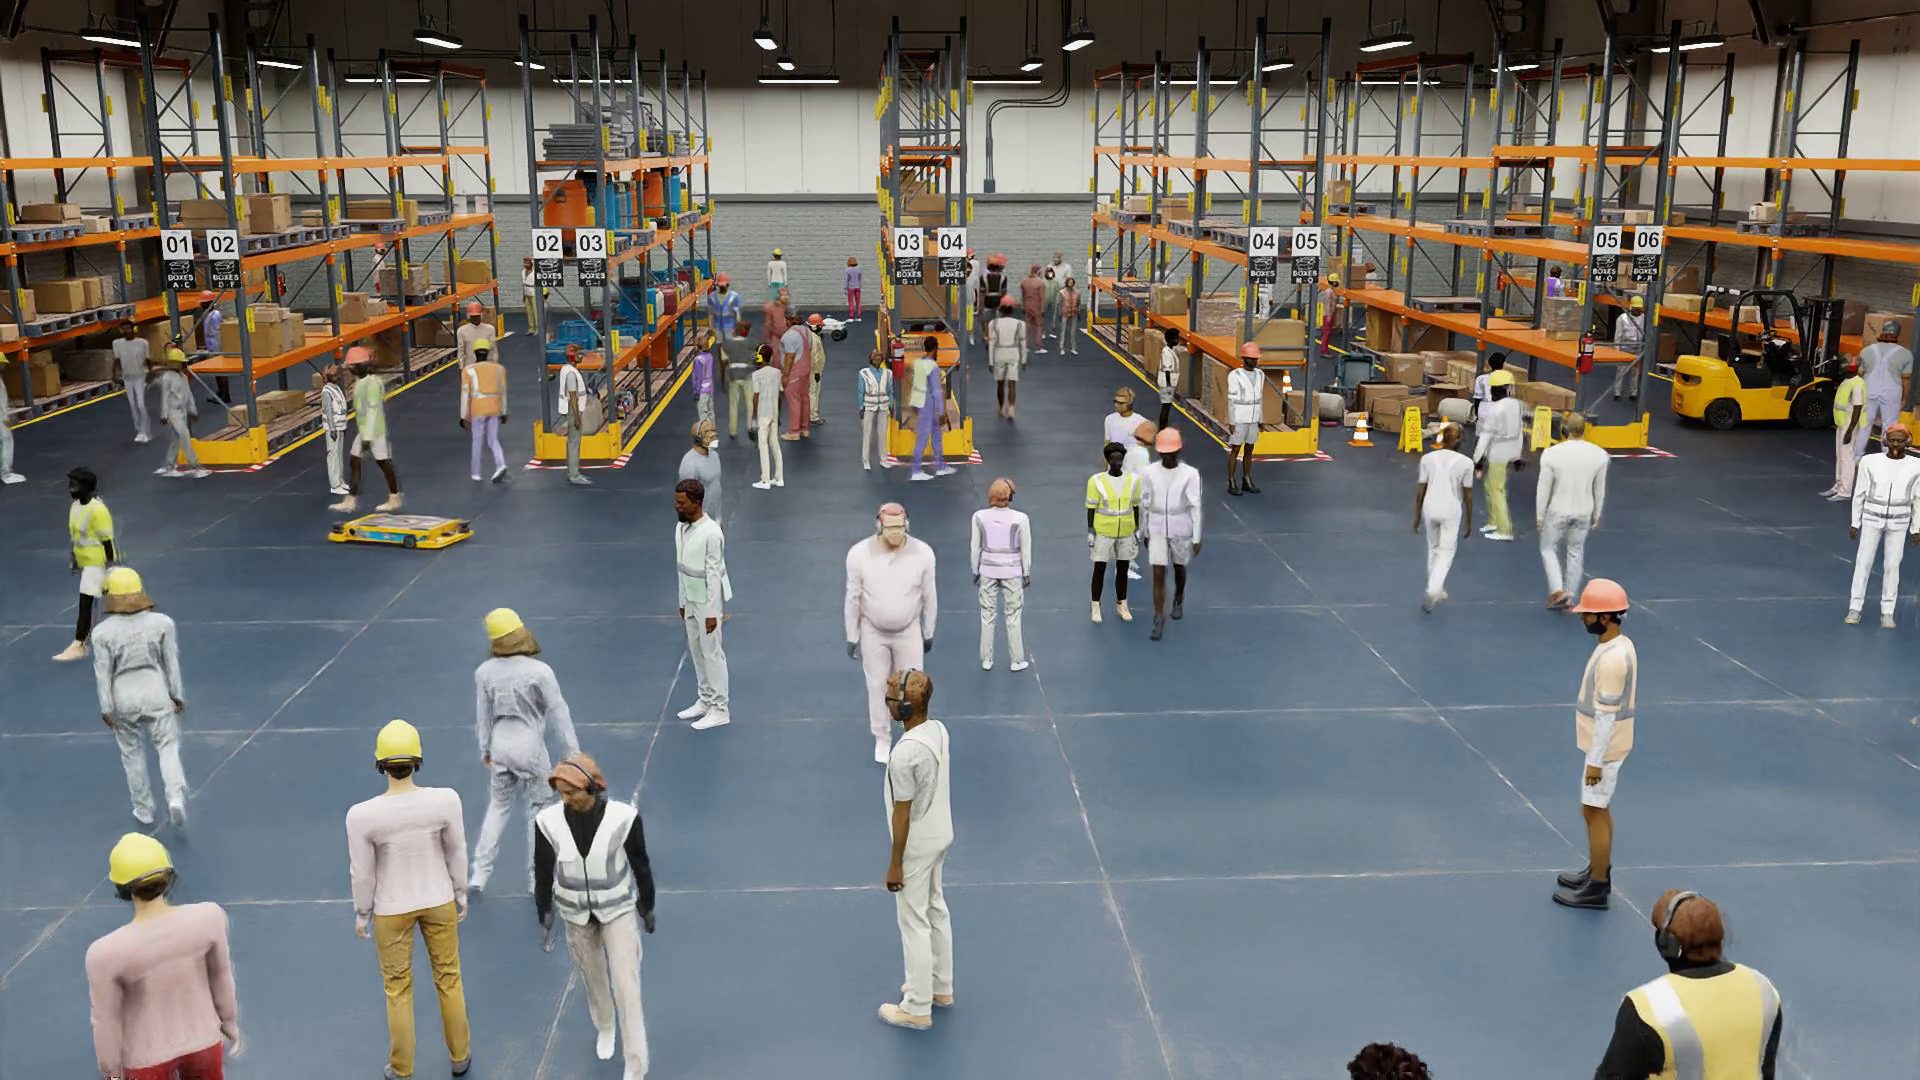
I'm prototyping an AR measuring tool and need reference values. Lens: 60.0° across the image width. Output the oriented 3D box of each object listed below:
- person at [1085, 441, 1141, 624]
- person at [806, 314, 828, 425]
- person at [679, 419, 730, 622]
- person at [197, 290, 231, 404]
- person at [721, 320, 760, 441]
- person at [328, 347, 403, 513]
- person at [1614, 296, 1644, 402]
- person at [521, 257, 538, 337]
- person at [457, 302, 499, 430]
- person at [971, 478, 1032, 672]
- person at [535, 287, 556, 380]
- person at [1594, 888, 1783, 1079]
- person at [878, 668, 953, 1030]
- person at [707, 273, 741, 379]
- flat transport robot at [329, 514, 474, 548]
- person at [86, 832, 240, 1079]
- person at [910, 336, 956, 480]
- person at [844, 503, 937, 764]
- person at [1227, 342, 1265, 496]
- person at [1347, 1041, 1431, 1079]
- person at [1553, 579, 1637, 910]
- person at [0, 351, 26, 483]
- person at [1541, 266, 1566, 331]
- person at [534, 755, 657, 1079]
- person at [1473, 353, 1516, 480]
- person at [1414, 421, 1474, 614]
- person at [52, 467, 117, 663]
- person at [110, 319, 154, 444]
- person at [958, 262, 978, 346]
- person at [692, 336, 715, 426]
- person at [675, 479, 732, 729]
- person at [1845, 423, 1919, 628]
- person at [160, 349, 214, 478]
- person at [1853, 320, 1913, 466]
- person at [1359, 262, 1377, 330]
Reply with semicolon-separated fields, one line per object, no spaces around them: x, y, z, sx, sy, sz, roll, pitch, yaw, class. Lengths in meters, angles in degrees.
1.415;-0.071;15.303;0.542;1.695;0.316;-3;14;-13;person
-2.278;-2.701;26.323;0.324;1.752;0.561;-2;13;-9;person
-2.341;-0.146;15.139;0.368;1.932;0.623;3;14;14;person
-12.789;-3.301;28.480;0.378;1.933;0.550;-11;17;-38;person
-3.290;-2.376;24.816;0.606;1.820;0.631;-1;13;-3;person
-7.138;-1.284;19.764;0.957;2.001;0.630;-10;17;-36;person
11.569;-3.286;28.633;0.601;1.830;0.403;0;13;-1;person
-9.948;-5.653;38.663;0.561;1.836;0.389;10;17;37;person
-7.480;-2.700;25.845;0.618;1.983;0.404;-7;15;-27;person
0.342;0.297;13.867;0.514;1.642;0.314;4;14;16;person
-7.823;-3.893;31.351;0.310;1.769;0.522;0;13;0;person
2.513;2.110;5.827;0.624;1.821;0.506;-6;14;-23;person
-0.212;1.522;8.269;0.341;1.839;0.501;5;14;20;person
-4.469;-4.036;31.405;0.633;2.019;0.456;2;13;9;person
-6.230;-0.115;18.545;1.431;0.197;0.652;4;14;16;flat transport robot
-3.063;1.983;6.477;0.546;1.751;0.467;-12;18;-42;person
-0.329;-1.748;22.015;0.837;1.872;0.662;-5;14;-21;person
-0.492;0.658;11.812;0.660;1.895;0.424;-1;13;-4;person
3.619;-1.531;20.971;0.543;1.939;0.361;-8;15;-29;person
1.181;2.343;4.570;0.607;1.940;0.814;-3;14;-11;person
3.669;1.166;9.585;0.384;1.926;0.550;5;14;22;person
-12.541;-1.616;21.768;0.327;1.733;0.509;-8;15;-29;person
12.697;-4.938;35.613;0.429;1.842;0.634;-9;16;-33;person
-1.698;1.770;7.727;0.535;1.602;0.766;0;13;2;person
7.015;-1.618;21.870;0.531;1.692;0.320;6;15;25;person
4.530;-0.206;15.652;0.522;1.817;0.835;8;16;31;person
-7.454;0.178;14.344;0.546;1.656;0.859;12;18;41;person
-12.294;-2.345;24.641;0.541;1.842;0.761;-1;13;-6;person
0.101;-5.207;36.752;0.578;1.851;0.496;0;13;1;person
-3.736;-2.145;24.221;0.306;1.637;0.523;3;14;13;person
-1.946;0.469;12.576;0.391;1.911;0.584;-10;16;-35;person
8.445;-0.135;15.180;0.572;1.883;0.356;7;15;26;person
-10.251;-1.668;22.035;0.839;1.705;0.496;1;13;4;person
12.631;-2.003;22.751;0.686;2.000;0.535;12;18;42;person
9.817;-5.846;39.906;0.288;1.633;0.497;11;17;39;person
